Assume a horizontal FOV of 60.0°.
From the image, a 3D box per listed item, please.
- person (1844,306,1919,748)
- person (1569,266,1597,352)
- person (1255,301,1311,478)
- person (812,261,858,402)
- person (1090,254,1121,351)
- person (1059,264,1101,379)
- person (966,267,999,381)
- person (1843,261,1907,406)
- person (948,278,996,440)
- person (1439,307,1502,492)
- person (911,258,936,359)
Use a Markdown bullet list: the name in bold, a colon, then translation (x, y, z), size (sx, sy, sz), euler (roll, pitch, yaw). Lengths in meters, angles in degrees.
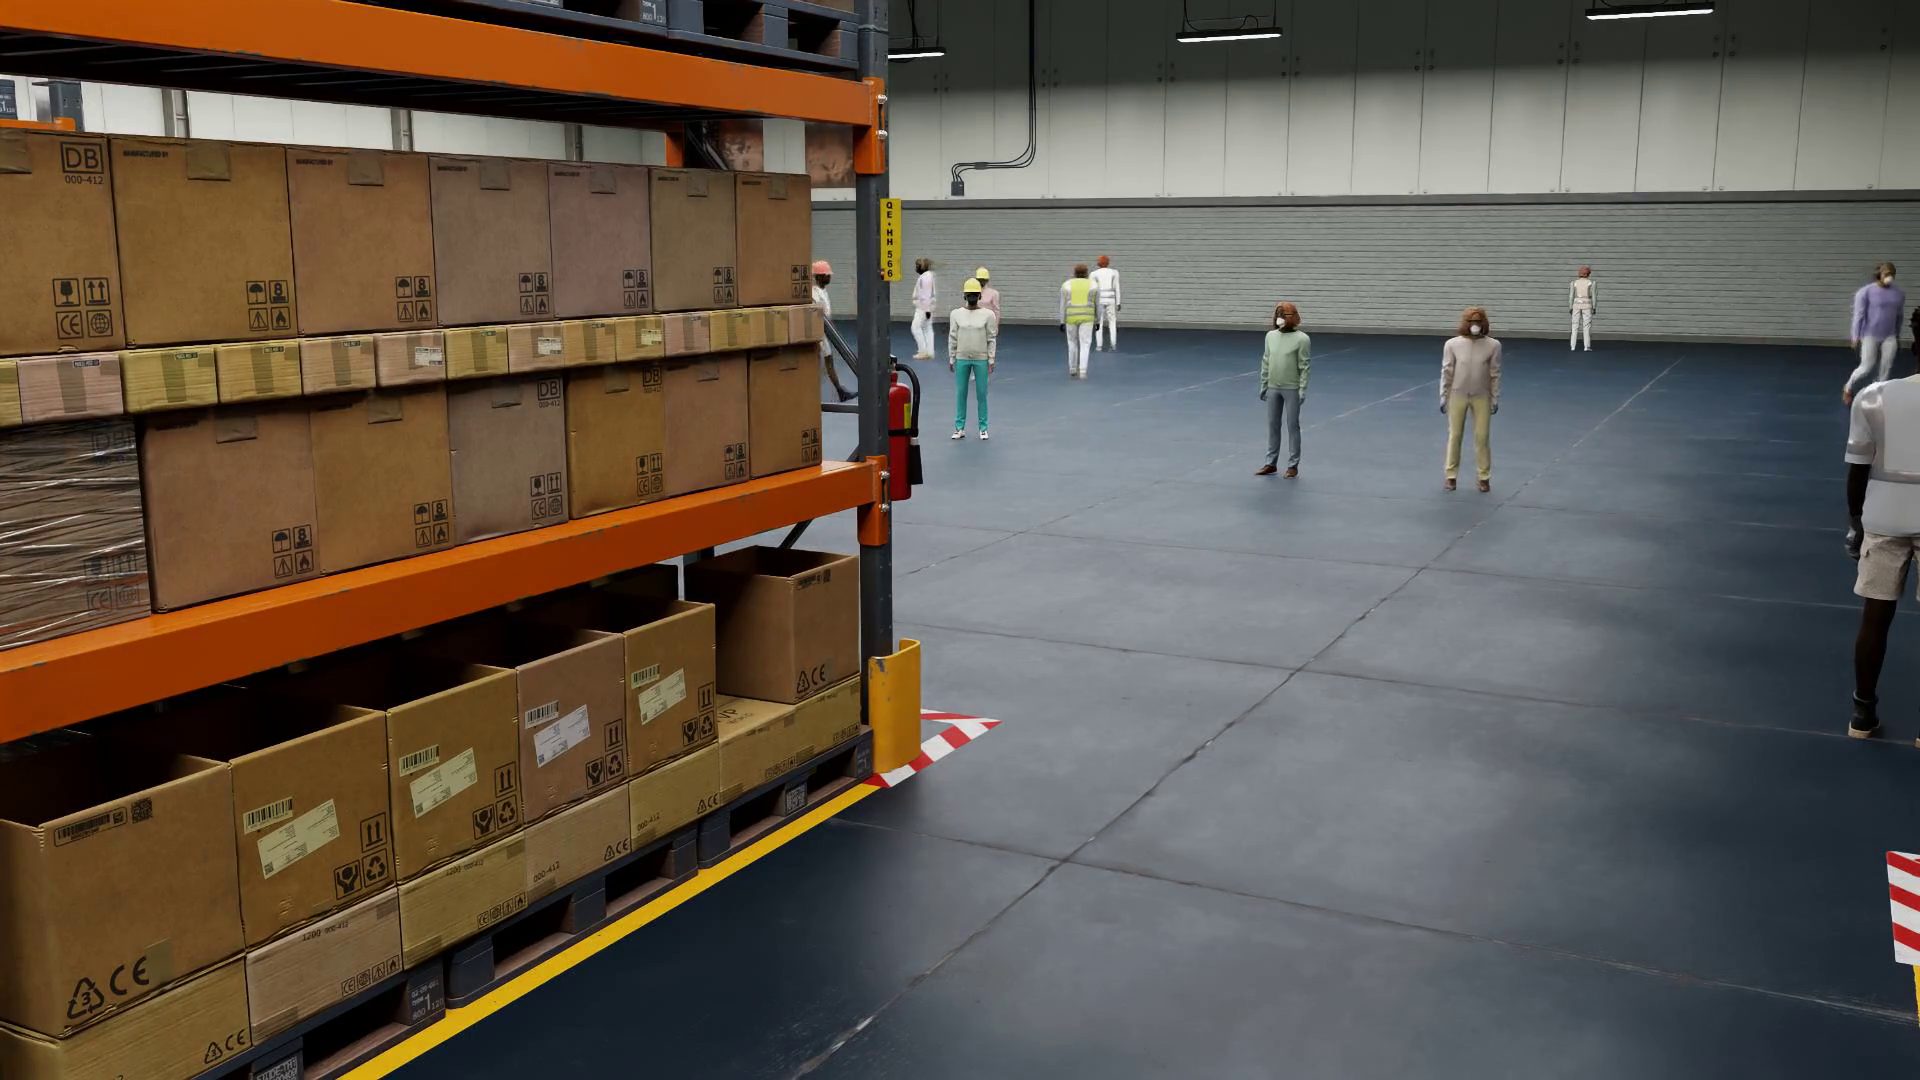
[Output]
- **person**: translation (4.203, -0.064, 7.298), size (0.605, 1.966, 0.367), euler (9, 14, 41)
- **person**: translation (12.049, -4.466, 32.191), size (0.514, 1.640, 0.310), euler (7, 12, 33)
- **person**: translation (3.007, -1.394, 15.454), size (0.497, 1.634, 0.279), euler (10, 14, 43)
- **person**: translation (-1.865, -2.798, 22.428), size (1.010, 1.892, 0.543), euler (1, 10, 5)
- **person**: translation (2.807, -4.622, 32.396), size (0.628, 1.875, 0.416), euler (0, 10, 0)
- **person**: translation (1.909, -3.468, 26.338), size (0.654, 1.786, 0.974), euler (1, 10, 7)
- **person**: translation (0.337, -3.254, 25.272), size (0.524, 1.756, 0.377), euler (1, 10, 8)
- **person**: translation (11.580, -2.559, 21.042), size (0.632, 1.924, 0.671), euler (0, 10, -3)
- **person**: translation (0.132, -1.986, 18.316), size (0.530, 1.772, 0.302), euler (2, 11, 8)
- **person**: translation (4.481, -1.233, 14.611), size (0.512, 1.626, 0.301), euler (3, 11, 17)
- **person**: translation (-0.701, -4.174, 30.079), size (0.536, 1.825, 0.651), euler (0, 10, 2)
